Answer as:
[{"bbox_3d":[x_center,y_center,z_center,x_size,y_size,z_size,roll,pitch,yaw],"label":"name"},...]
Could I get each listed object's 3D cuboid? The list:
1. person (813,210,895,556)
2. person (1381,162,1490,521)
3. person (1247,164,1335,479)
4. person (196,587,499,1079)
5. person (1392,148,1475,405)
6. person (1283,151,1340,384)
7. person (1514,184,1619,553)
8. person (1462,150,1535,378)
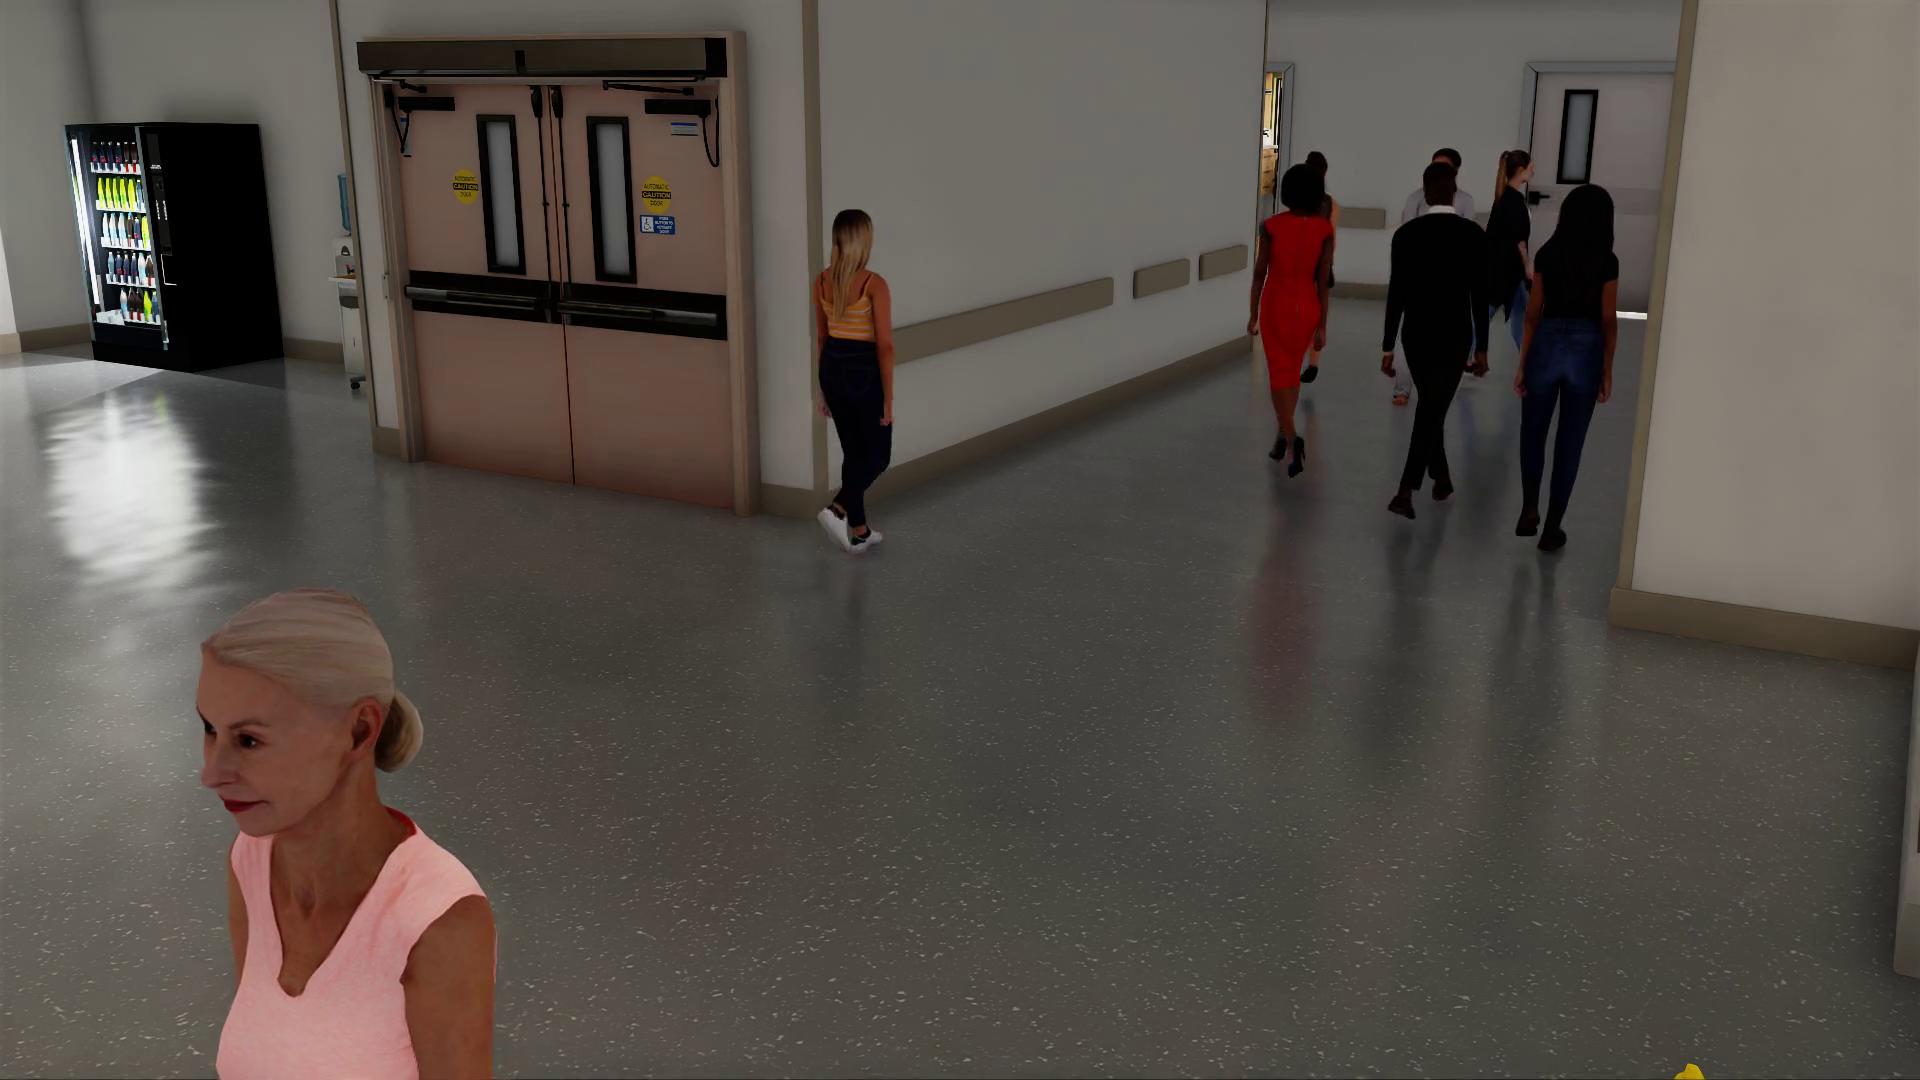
[{"bbox_3d":[-0.521,-0.680,7.631,0.795,1.616,0.637,8,18,26],"label":"person"},{"bbox_3d":[2.363,-0.944,8.312,1.134,1.755,0.763,8,18,26],"label":"person"},{"bbox_3d":[1.827,-1.165,9.187,1.099,1.707,1.047,-2,16,-6],"label":"person"},{"bbox_3d":[-0.653,0.868,1.947,0.446,1.721,0.604,10,19,32],"label":"person"},{"bbox_3d":[3.248,-1.809,11.411,0.603,1.739,0.757,3,16,10],"label":"person"},{"bbox_3d":[2.513,-1.920,11.987,1.109,1.639,0.968,1,16,2],"label":"person"},{"bbox_3d":[2.790,-0.761,7.712,0.638,1.728,0.647,8,18,26],"label":"person"},{"bbox_3d":[3.887,-1.991,12.214,1.036,1.654,0.835,3,16,10],"label":"person"}]
